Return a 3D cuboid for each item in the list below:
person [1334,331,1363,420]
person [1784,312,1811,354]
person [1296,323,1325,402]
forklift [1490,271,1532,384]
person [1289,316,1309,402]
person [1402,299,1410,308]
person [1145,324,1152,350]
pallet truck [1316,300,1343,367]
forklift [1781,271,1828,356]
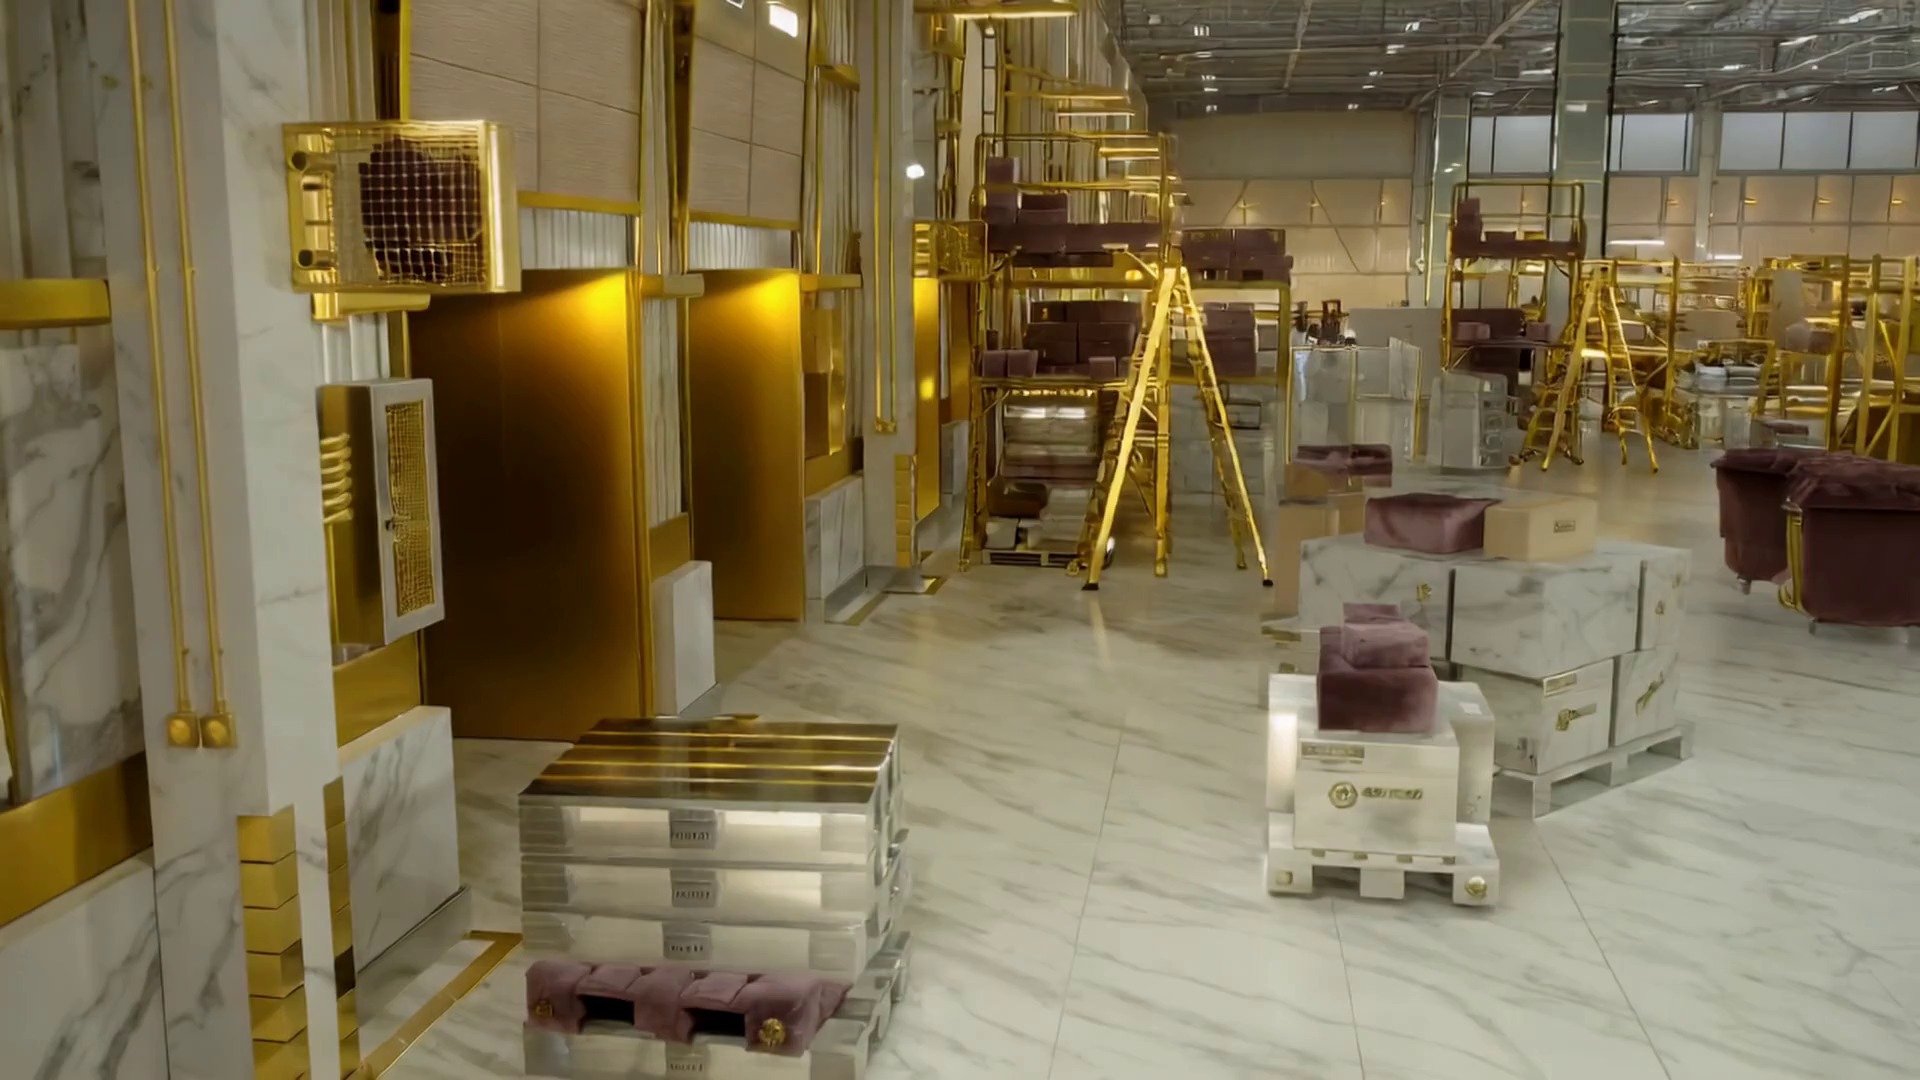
[{"bbox_3d":[7.423,-3.142,31.801,0.507,1.695,0.900,-5,11,-30],"label":"person"},{"bbox_3d":[19.061,-4.227,37.845,0.636,1.915,0.904,-1,9,-4],"label":"person"},{"bbox_3d":[6.913,-3.376,32.896,0.520,1.800,0.906,-1,9,-5],"label":"person"},{"bbox_3d":[13.422,-5.322,41.591,1.873,2.768,1.129,1,9,9],"label":"forklift"},{"bbox_3d":[7.144,-3.769,35.084,0.576,1.882,0.355,2,9,14],"label":"person"},{"bbox_3d":[14.306,-6.777,53.458,0.632,1.940,0.372,1,9,9],"label":"person"},{"bbox_3d":[5.202,-5.419,46.065,0.516,1.625,0.375,0,9,1],"label":"person"},{"bbox_3d":[11.159,-6.200,49.718,0.823,1.965,1.885,4,10,26],"label":"pallet truck"},{"bbox_3d":[23.984,-6.367,48.032,1.873,2.768,1.129,1,9,9],"label":"forklift"}]
